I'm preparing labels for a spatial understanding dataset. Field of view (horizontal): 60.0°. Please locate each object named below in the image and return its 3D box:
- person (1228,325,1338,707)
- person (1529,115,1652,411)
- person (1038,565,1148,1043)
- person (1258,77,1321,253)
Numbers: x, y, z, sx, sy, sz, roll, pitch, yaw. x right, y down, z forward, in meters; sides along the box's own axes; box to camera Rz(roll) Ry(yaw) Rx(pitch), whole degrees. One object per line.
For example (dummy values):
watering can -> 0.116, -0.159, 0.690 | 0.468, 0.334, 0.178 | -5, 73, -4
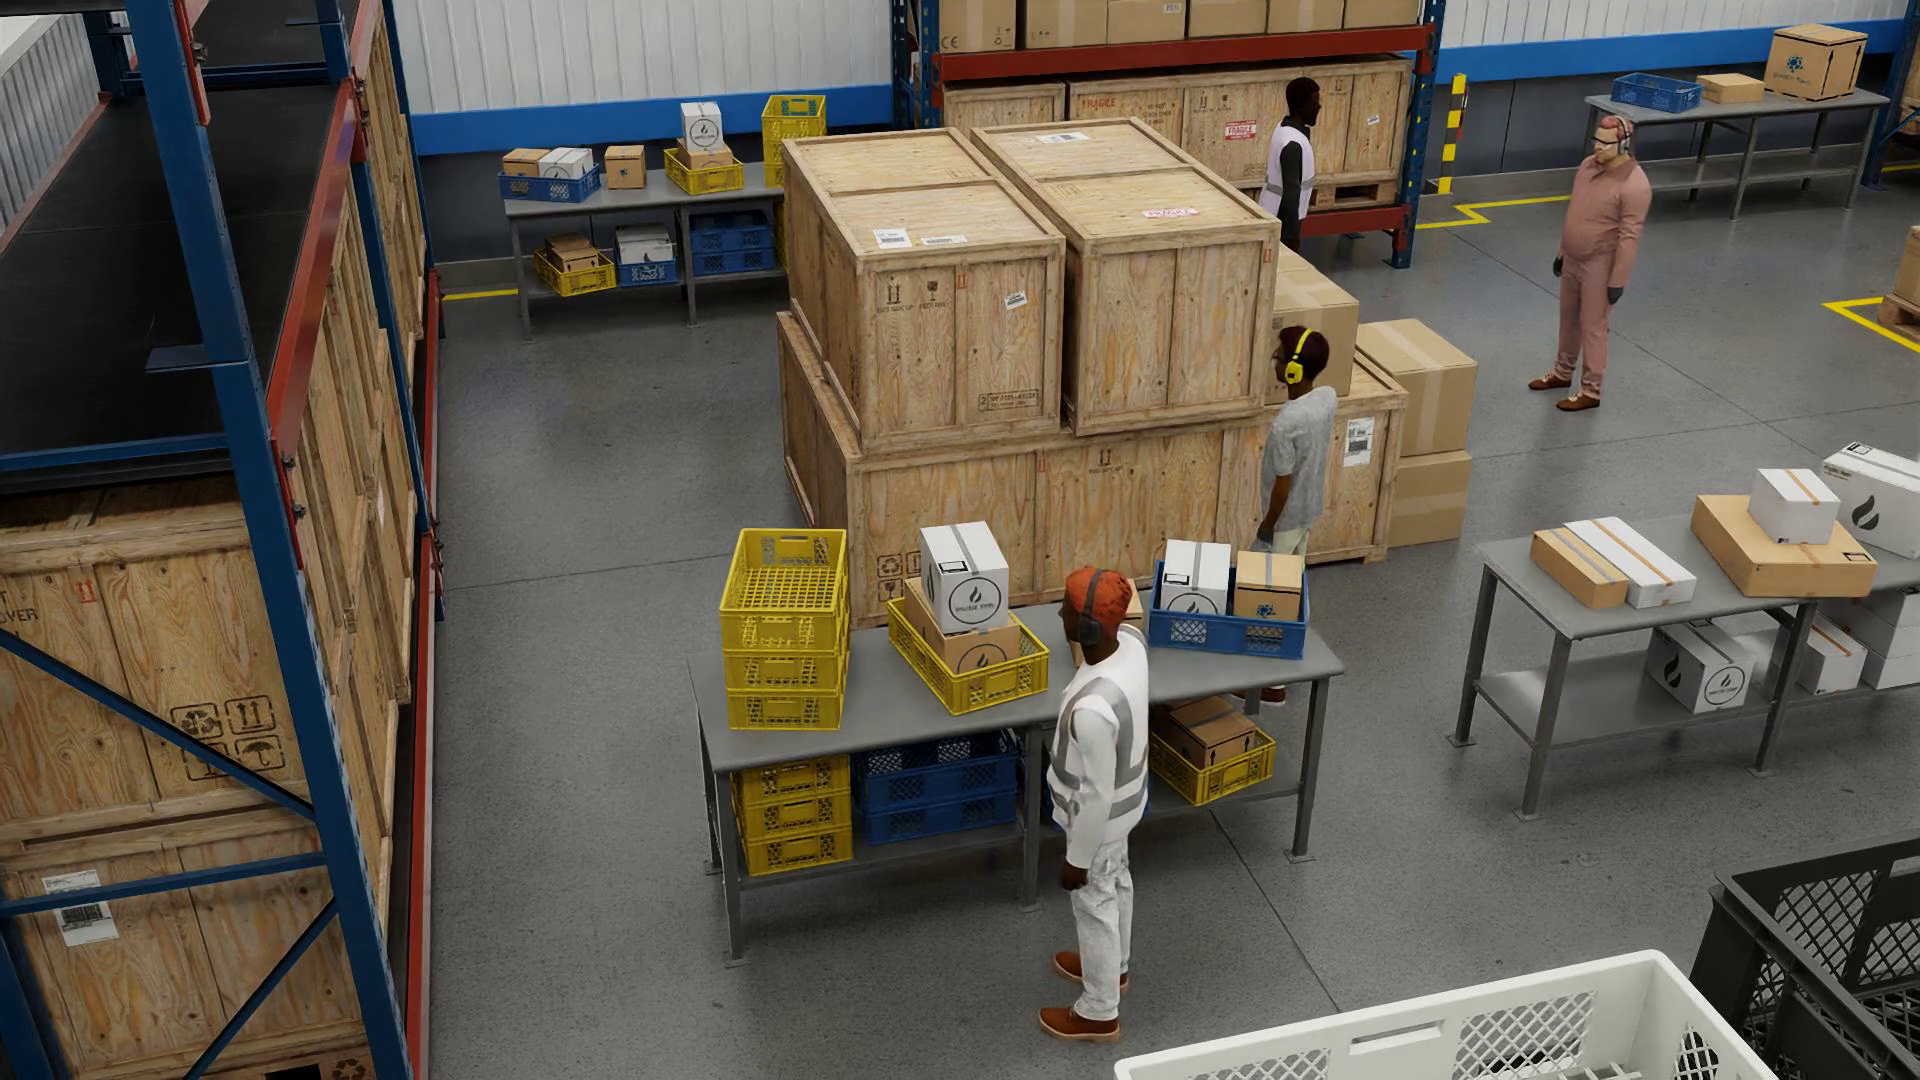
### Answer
person -> 1.484, -0.104, 7.627 | 0.328, 1.876, 0.513 | 18, 34, 29
person -> 4.023, -1.767, 10.628 | 0.396, 1.899, 0.656 | -6, 29, -11
person -> 0.470, 0.927, 5.745 | 0.337, 1.882, 0.585 | 8, 30, 14
person -> 2.232, -2.201, 11.389 | 0.392, 1.920, 0.593 | 2, 29, 4
